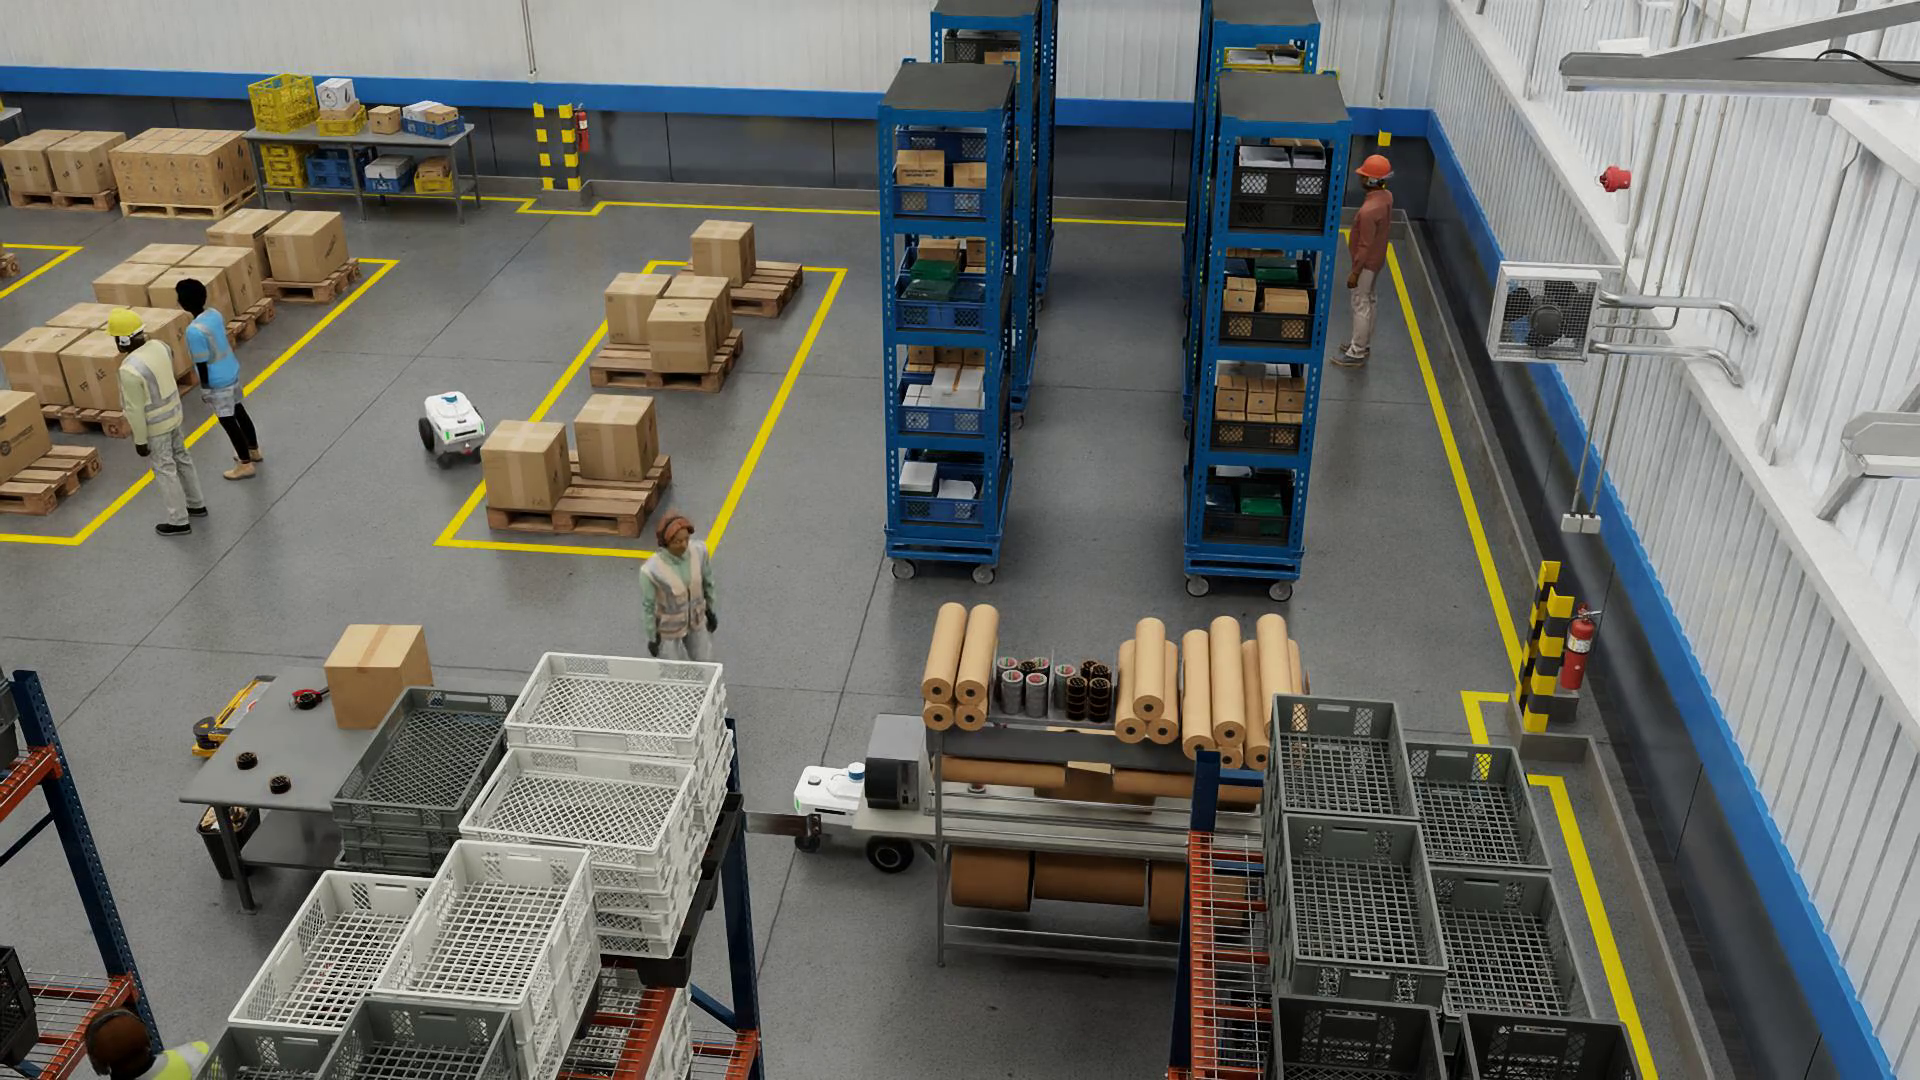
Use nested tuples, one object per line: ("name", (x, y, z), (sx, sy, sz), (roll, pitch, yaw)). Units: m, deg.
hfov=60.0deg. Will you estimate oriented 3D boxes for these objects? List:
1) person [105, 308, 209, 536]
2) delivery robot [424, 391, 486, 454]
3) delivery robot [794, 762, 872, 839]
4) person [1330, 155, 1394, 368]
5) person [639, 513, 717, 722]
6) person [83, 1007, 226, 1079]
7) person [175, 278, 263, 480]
("person", (-6.133, -0.906, 12.673), (0.403, 1.824, 0.597), (1, 30, 2))
("delivery robot", (-4.255, -1.009, 14.009), (0.477, 0.478, 0.707), (-16, 34, -26))
("delivery robot", (-0.595, 1.515, 9.675), (0.707, 0.478, 0.477), (6, 31, 10))
("person", (3.747, -2.578, 15.372), (0.375, 1.997, 0.611), (15, 33, 24))
("person", (-1.748, 0.539, 10.386), (0.522, 1.621, 0.326), (-26, 39, -37))
("person", (-3.163, 2.577, 6.675), (0.429, 1.838, 0.622), (22, 37, 33))
("person", (-6.034, -1.322, 13.527), (0.332, 1.684, 0.544), (-3, 30, -5))
